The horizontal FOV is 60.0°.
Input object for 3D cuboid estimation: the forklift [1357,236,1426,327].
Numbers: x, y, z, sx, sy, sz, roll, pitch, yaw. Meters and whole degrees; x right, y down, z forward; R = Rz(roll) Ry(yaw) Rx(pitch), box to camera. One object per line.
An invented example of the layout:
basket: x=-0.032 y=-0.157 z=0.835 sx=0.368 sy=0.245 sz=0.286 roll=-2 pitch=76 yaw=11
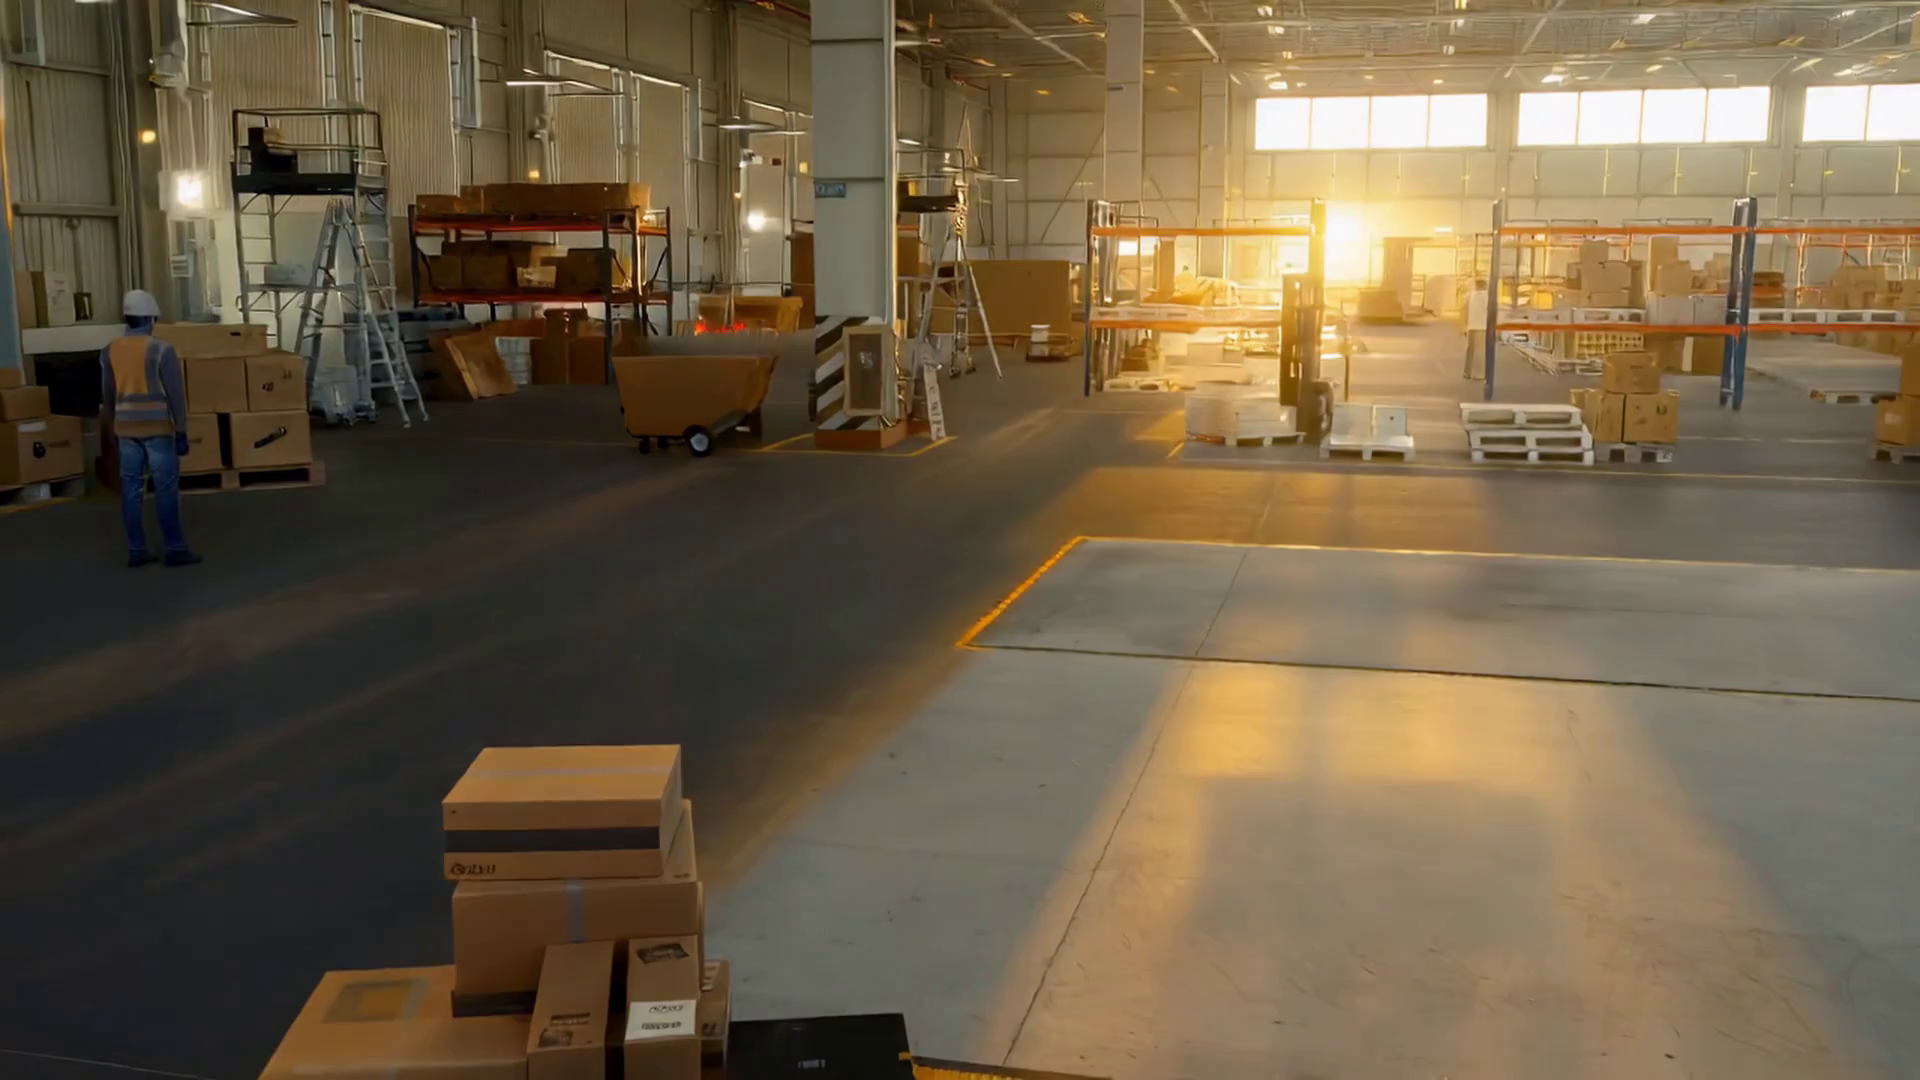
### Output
forklift: x=13.506 y=-8.075 z=51.951 sx=1.873 sy=2.768 sz=1.129 roll=-2 pitch=10 yaw=-14

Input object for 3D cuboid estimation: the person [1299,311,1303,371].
person: x=6.749 y=-4.106 z=31.940 sx=0.485 sy=1.739 sz=0.319 roll=-8 pitch=13 yaw=-40

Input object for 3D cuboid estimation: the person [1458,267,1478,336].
person: x=14.128 y=-6.614 z=46.162 sx=0.629 sy=1.922 sz=0.509 roll=5 pitch=11 yaw=28

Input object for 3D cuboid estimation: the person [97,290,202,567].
person: x=-5.710 y=-0.773 z=11.698 sx=0.601 sy=1.948 sz=0.386 roll=2 pitch=10 yaw=9

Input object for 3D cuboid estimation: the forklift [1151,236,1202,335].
forklift: x=5.866 y=-7.214 z=46.878 sx=1.873 sy=2.768 sz=1.129 roll=2 pitch=10 yaw=14

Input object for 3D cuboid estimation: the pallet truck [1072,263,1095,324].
pallet truck: x=4.325 y=-8.180 z=55.162 sx=0.823 sy=1.965 sz=1.885 roll=6 pitch=11 yaw=31

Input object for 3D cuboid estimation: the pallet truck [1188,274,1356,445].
pallet truck: x=3.653 y=-2.138 z=19.590 sx=1.885 sy=1.965 sz=0.823 roll=-4 pitch=10 yaw=-20

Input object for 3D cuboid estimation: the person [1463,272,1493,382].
person: x=9.100 y=-3.727 z=29.152 sx=0.383 sy=1.924 sz=0.594 roll=-7 pitch=12 yaw=-35

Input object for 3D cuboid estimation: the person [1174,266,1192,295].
person: x=7.858 y=-8.666 z=58.358 sx=0.653 sy=1.888 sz=0.946 roll=8 pitch=13 yaw=40

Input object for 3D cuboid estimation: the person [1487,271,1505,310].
person: x=14.649 y=-6.510 z=45.667 sx=0.565 sy=1.883 sz=0.984 roll=3 pitch=10 yaw=17
